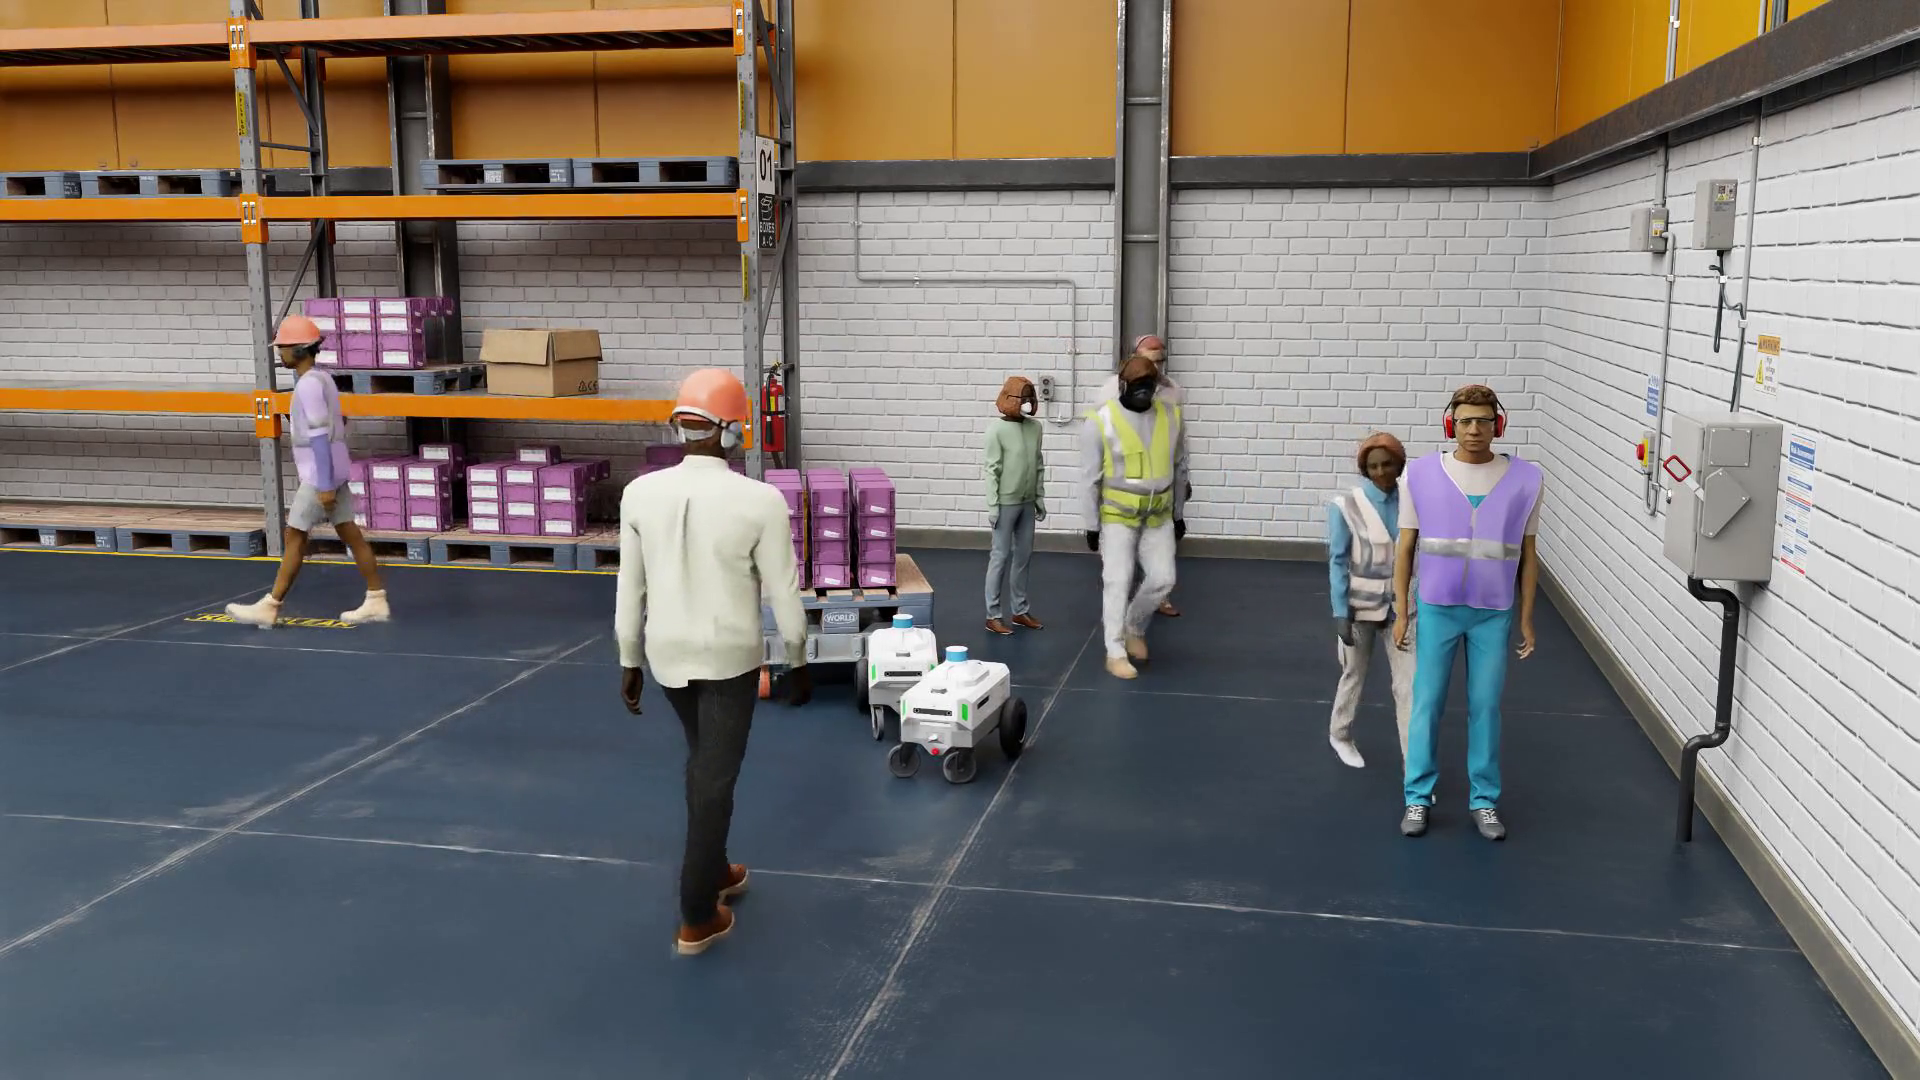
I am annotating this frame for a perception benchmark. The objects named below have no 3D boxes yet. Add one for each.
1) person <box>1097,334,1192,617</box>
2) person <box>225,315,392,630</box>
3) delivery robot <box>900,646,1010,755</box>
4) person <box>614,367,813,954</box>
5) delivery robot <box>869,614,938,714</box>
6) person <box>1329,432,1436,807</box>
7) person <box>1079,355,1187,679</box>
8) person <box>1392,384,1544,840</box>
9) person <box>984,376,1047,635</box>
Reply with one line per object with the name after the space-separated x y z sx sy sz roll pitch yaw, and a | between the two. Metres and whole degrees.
1.187 -0.411 10.876 0.743 1.872 0.481 -5 11 -28 | person
-4.170 -0.421 10.591 1.032 1.985 0.633 -2 10 -11 | person
-0.016 0.734 7.671 0.477 0.478 0.707 3 10 18 | delivery robot
-0.803 0.388 5.771 0.639 1.964 0.777 4 10 21 | person
-0.286 0.618 8.367 0.477 0.478 0.707 0 9 -2 | delivery robot
1.865 0.307 7.399 0.529 1.597 0.816 -1 10 -8 | person
0.980 -0.128 9.351 0.682 1.823 0.442 -4 10 -21 | person
2.046 0.289 6.752 0.568 1.845 0.386 1 10 9 | person
0.345 -0.221 10.490 0.279 1.624 0.494 9 13 43 | person
